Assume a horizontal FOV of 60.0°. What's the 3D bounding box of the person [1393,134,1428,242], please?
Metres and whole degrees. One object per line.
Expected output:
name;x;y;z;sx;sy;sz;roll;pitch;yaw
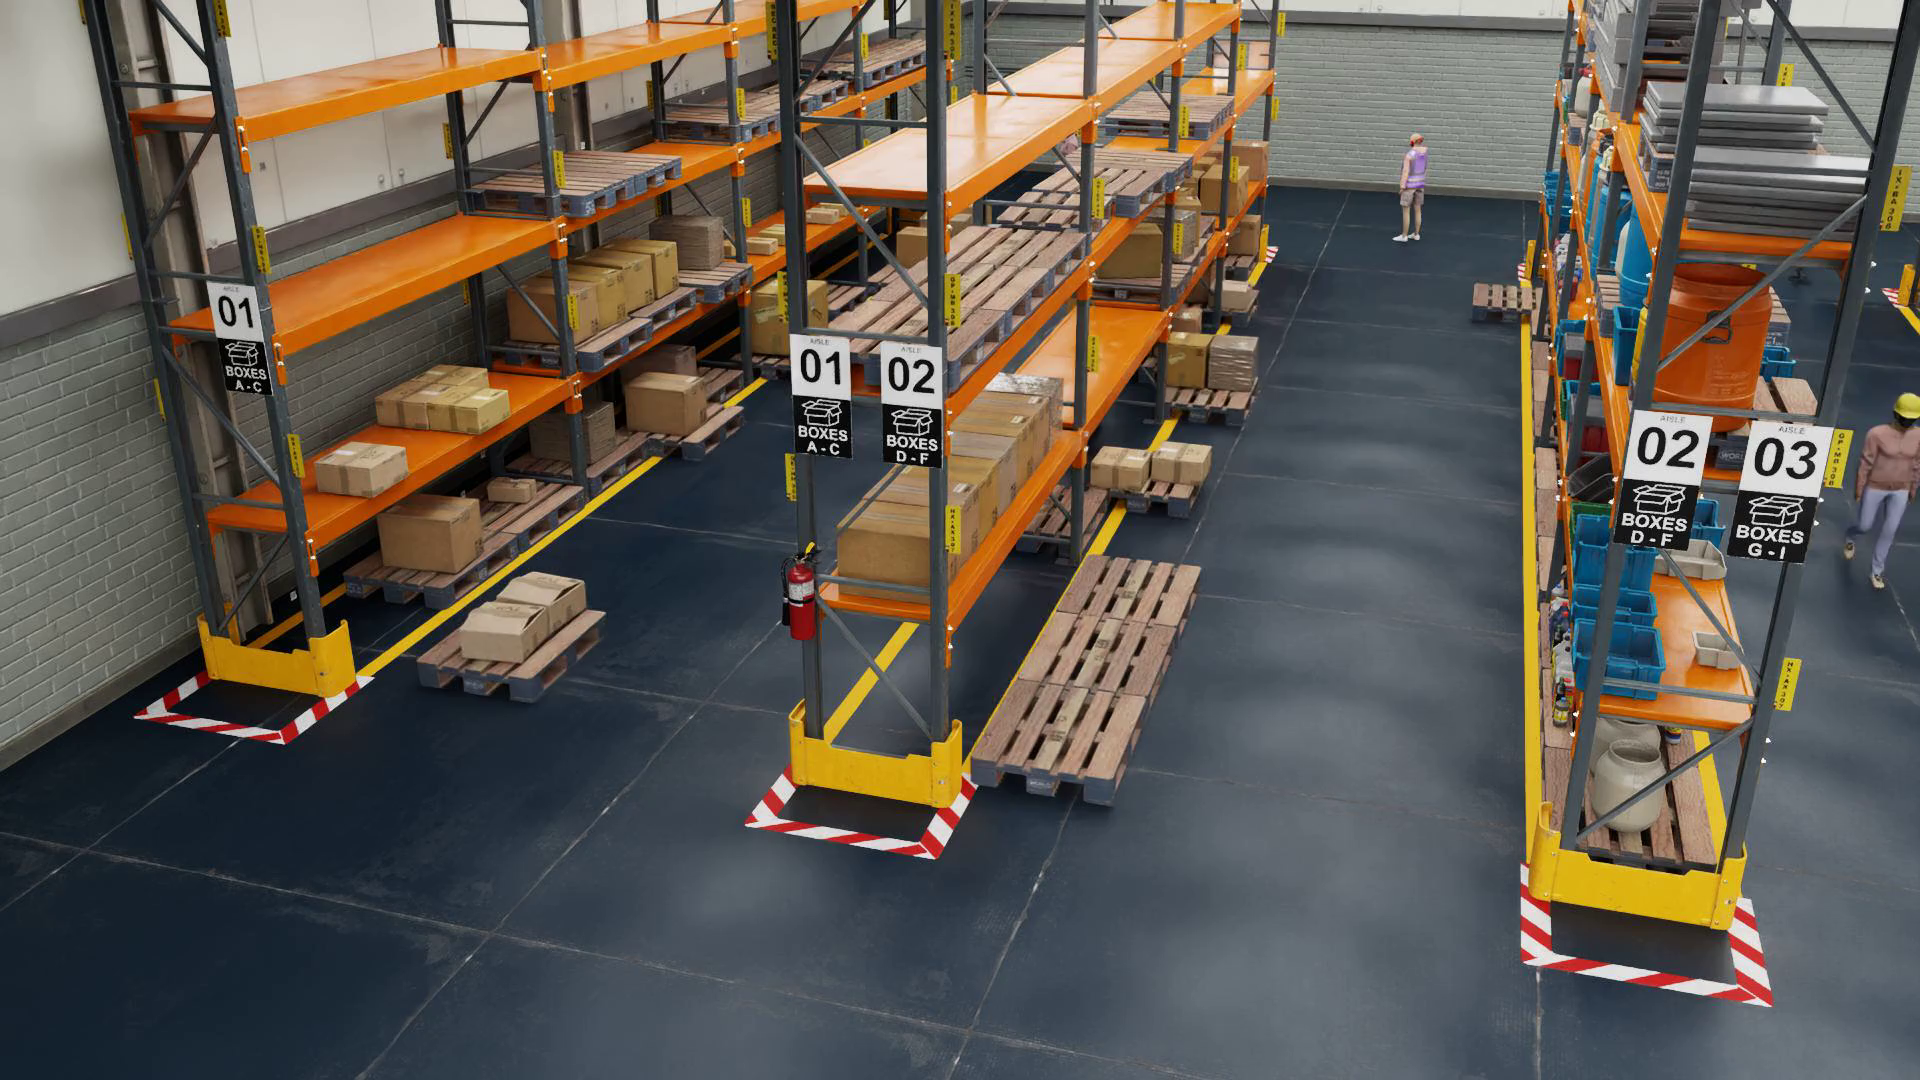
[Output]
person;7.144;-5.557;26.270;0.489;1.688;0.351;-14;27;-29

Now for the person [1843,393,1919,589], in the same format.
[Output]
person;8.017;-0.480;14.424;0.522;1.748;0.562;4;24;10

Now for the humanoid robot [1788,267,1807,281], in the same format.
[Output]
humanoid robot;12.181;-4.580;24.021;0.401;1.631;0.590;12;26;26

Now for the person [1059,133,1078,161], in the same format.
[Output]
person;1.778;-5.949;27.048;0.337;1.794;0.507;0;23;0
